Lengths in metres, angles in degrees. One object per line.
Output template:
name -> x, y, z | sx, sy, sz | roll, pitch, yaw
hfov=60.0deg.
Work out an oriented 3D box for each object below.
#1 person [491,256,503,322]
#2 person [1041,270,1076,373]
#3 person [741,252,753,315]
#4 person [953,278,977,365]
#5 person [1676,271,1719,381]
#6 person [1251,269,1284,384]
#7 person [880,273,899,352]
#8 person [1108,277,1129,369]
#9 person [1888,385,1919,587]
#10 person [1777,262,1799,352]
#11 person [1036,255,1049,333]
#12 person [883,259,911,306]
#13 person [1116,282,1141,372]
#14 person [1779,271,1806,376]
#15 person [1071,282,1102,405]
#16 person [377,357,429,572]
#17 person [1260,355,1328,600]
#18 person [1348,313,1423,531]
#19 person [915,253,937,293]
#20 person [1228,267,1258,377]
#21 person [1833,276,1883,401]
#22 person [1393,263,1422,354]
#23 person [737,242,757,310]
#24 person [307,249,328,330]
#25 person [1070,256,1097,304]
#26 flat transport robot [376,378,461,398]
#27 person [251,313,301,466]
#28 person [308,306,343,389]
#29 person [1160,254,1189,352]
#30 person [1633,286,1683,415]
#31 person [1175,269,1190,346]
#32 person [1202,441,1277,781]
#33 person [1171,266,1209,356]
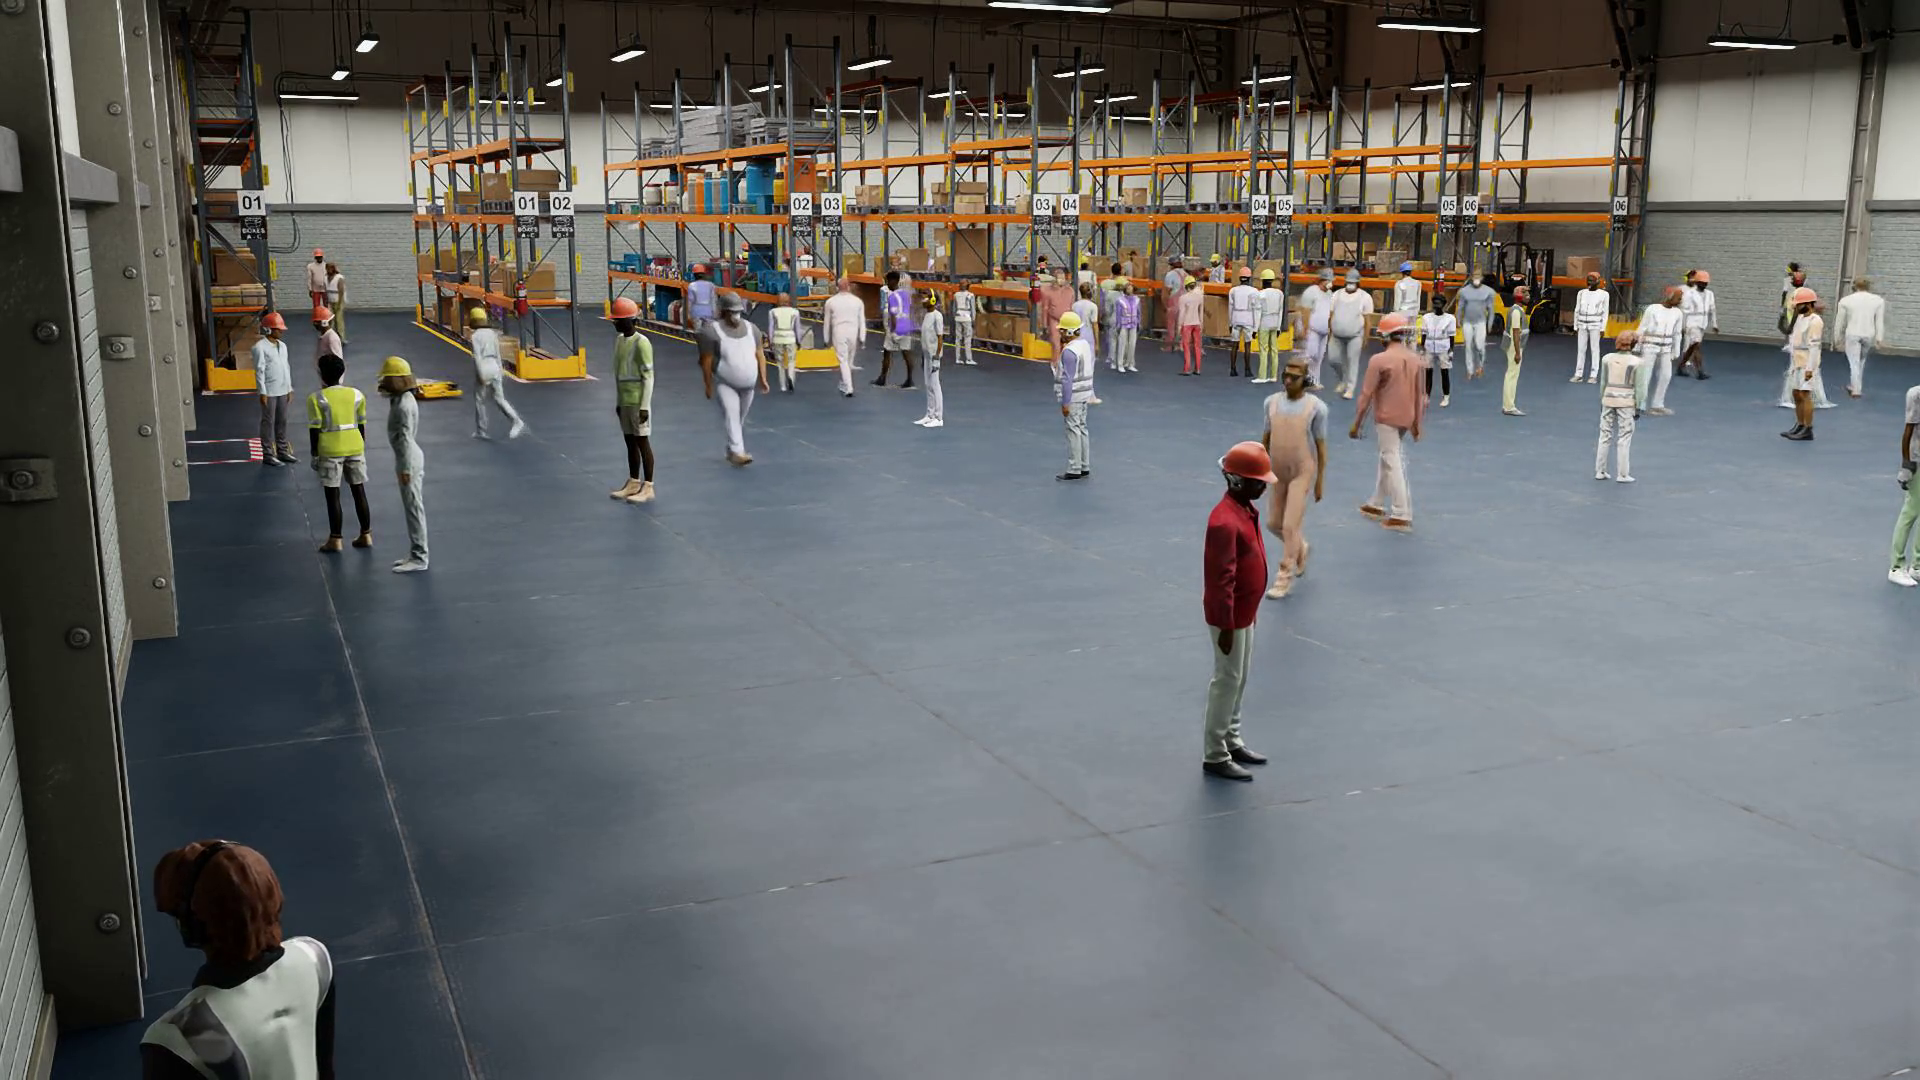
person -> -12.351, -6.665, 44.145 | 0.573, 1.748, 0.343 | 7, 13, 33
person -> 1.739, -3.853, 29.545 | 0.648, 1.887, 0.797 | -5, 12, -23
person -> -6.054, -7.268, 47.172 | 0.321, 1.766, 0.535 | -3, 12, -15
person -> 0.082, -4.158, 31.679 | 0.514, 1.641, 0.315 | 9, 14, 38
person -> 12.836, -3.745, 28.984 | 0.560, 1.891, 1.007 | -4, 12, -18
person -> 5.199, -3.614, 28.186 | 0.585, 1.928, 0.365 | -6, 13, -30
person -> -1.455, -4.690, 34.387 | 0.314, 1.641, 0.515 | 11, 15, 44
person -> 2.982, -4.049, 30.975 | 0.503, 1.691, 0.907 | 4, 12, 21
person -> 7.511, -0.571, 12.882 | 0.533, 1.865, 0.311 | -4, 12, -18
person -> 17.164, -4.804, 34.395 | 0.577, 1.859, 0.400 | -4, 12, -20
person -> 1.948, -5.910, 40.033 | 0.522, 1.865, 0.318 | 9, 14, 37
person -> -1.353, -4.993, 35.289 | 0.641, 1.899, 0.394 | 3, 11, 14
person -> 3.046, -3.865, 30.221 | 0.519, 1.633, 0.312 | -5, 12, -25
person -> 14.827, -3.825, 29.463 | 0.389, 1.846, 0.567 | 8, 14, 37
person -> 1.897, -2.968, 25.109 | 0.344, 1.847, 0.507 | -11, 15, -44
person -> -4.486, -0.609, 13.412 | 0.314, 1.738, 0.486 | -4, 12, -19
person -> 2.526, -0.494, 12.587 | 0.522, 1.831, 0.705 | 9, 14, 37
person -> 3.883, -1.098, 15.332 | 0.637, 1.956, 0.917 | -8, 14, -35
person -> -0.919, -6.766, 44.065 | 0.632, 1.995, 1.044 | 0, 11, -2
person -> 5.000, -3.838, 29.341 | 0.546, 1.931, 0.388 | 6, 13, 30
person -> 13.928, -3.142, 25.883 | 0.641, 1.883, 1.004 | 1, 11, 7
person -> 8.460, -4.287, 31.581 | 0.605, 1.937, 0.412 | -5, 12, -24
person -> -6.319, -7.864, 49.547 | 0.614, 2.029, 0.408 | -2, 11, -11
person -> -15.781, -6.185, 41.079 | 0.610, 1.996, 0.384 | -5, 12, -23
person -> 2.747, -5.444, 37.565 | 0.591, 1.899, 0.765 | -2, 11, -10
flat transport robot -> -8.579, -2.416, 26.320 | 1.431, 0.197, 0.652 | 10, 15, 40
person -> -7.833, -1.724, 19.052 | 0.352, 1.743, 0.565 | 3, 11, 13
person -> -7.706, -1.970, 20.279 | 0.344, 1.747, 0.572 | -7, 13, -32
person -> 4.462, -4.958, 34.728 | 0.690, 2.000, 0.535 | -10, 15, -42
person -> 9.869, -2.672, 23.619 | 0.713, 1.854, 0.347 | -1, 11, -6
person -> 4.752, -4.935, 35.514 | 0.319, 1.689, 0.539 | -2, 11, -11
person -> 1.424, 0.355, 8.495 | 0.348, 1.740, 0.575 | 4, 12, 20
person -> 4.678, -4.615, 33.555 | 0.716, 1.815, 0.595 | 8, 13, 34
